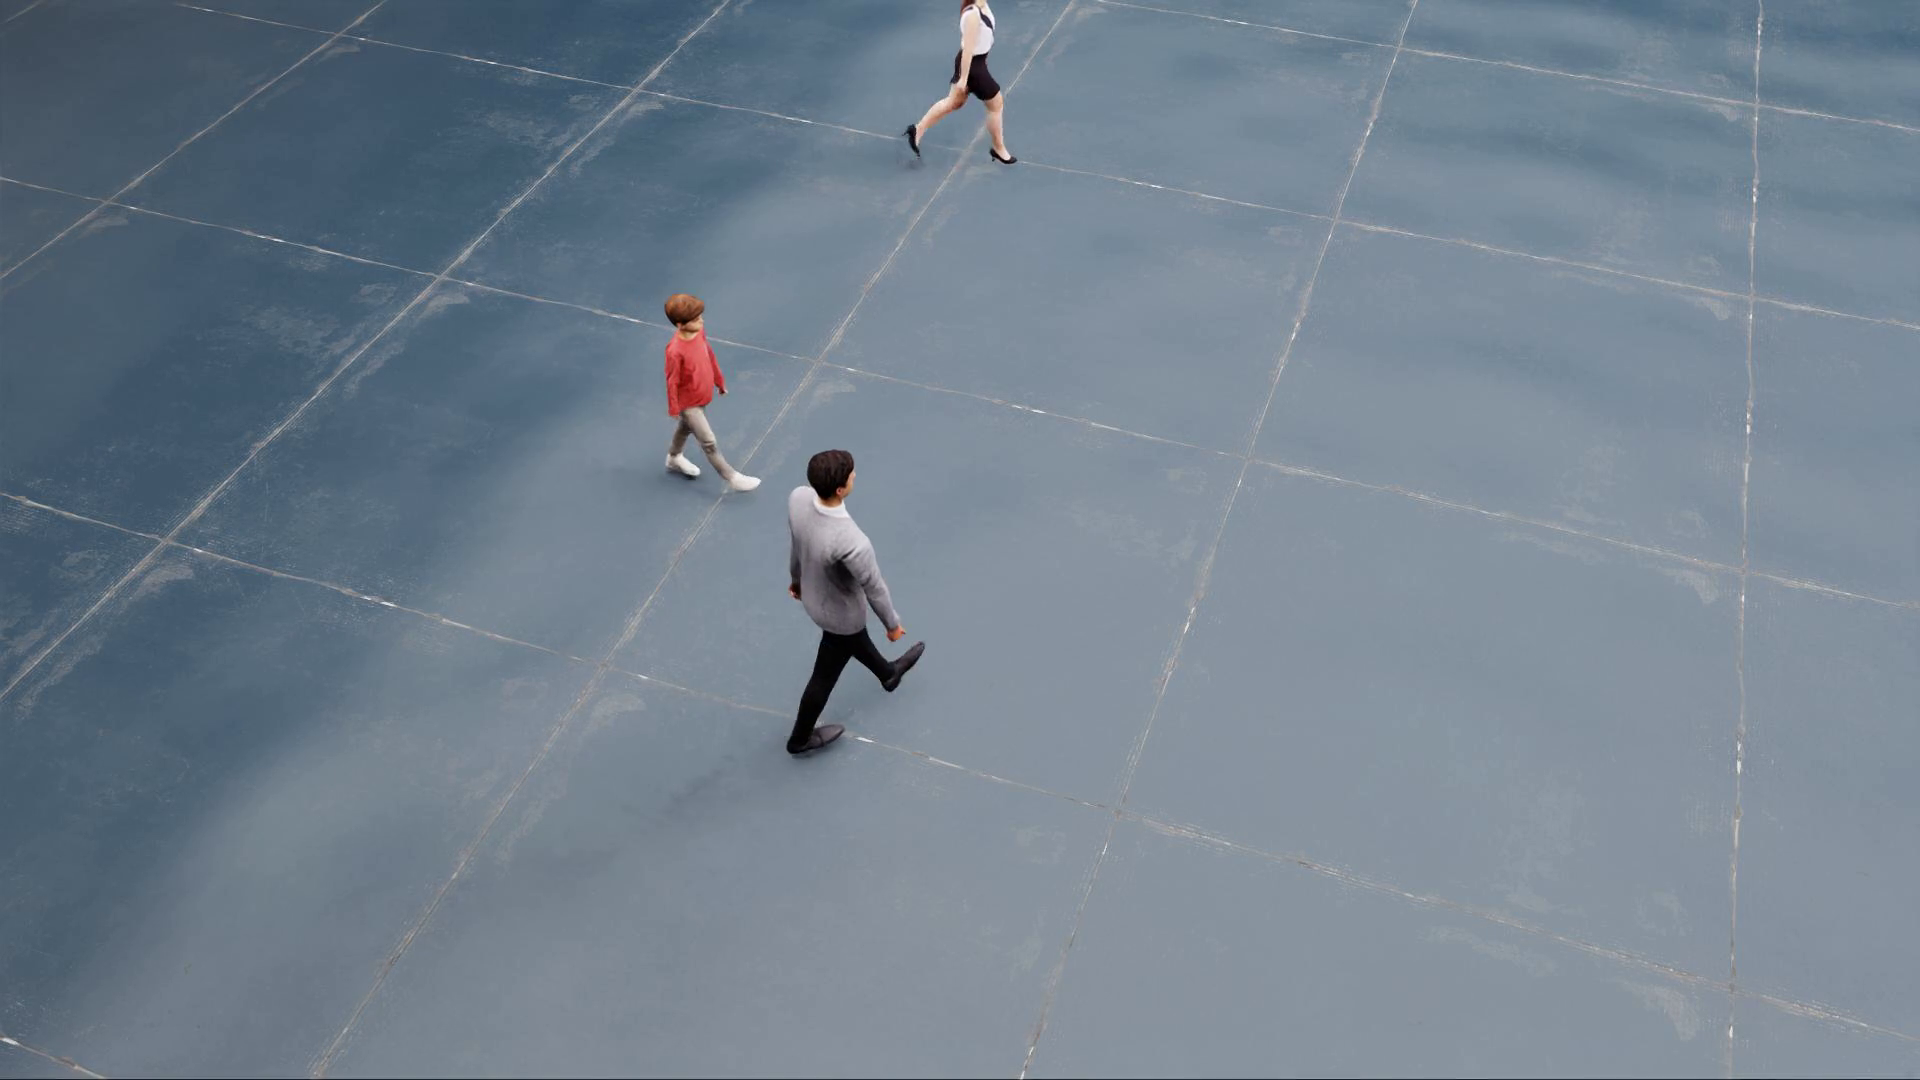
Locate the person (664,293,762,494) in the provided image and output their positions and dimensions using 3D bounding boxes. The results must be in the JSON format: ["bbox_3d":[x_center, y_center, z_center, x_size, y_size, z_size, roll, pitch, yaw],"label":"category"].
[{"bbox_3d":[-1.671,-0.891,10.008,0.921,1.389,0.534,15,45,16],"label":"person"}]

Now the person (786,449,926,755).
[{"bbox_3d":[-0.692,0.368,8.308,1.243,1.870,1.285,-27,49,-26],"label":"person"}]

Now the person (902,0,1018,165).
[{"bbox_3d":[-0.005,-3.578,12.727,1.202,1.605,0.847,0,43,0],"label":"person"}]
